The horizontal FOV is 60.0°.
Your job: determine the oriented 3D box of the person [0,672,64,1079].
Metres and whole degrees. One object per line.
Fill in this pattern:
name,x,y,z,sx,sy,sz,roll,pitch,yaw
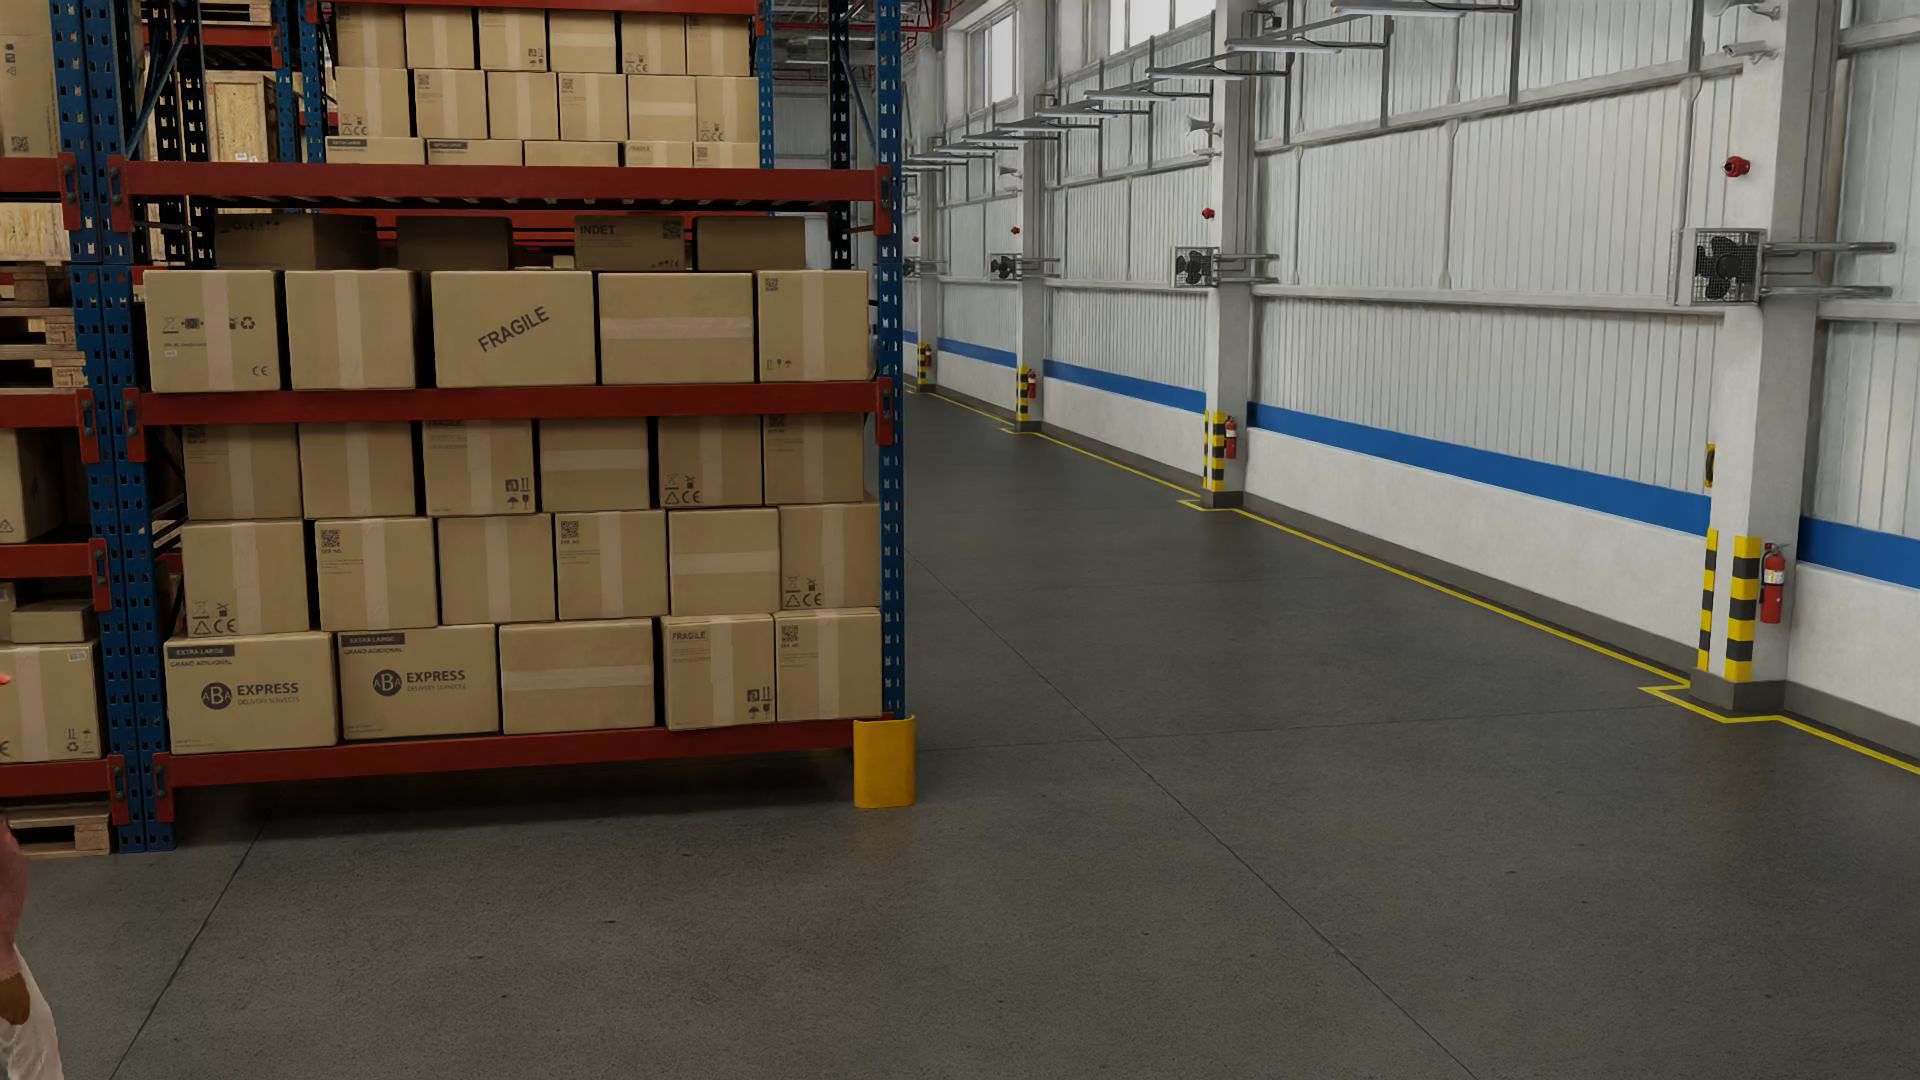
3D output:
person,-3.077,1.234,5.087,0.961,1.961,0.628,-7,12,-38

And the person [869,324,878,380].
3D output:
person,-2.229,-4.304,39.545,0.584,1.713,0.822,-2,10,-13
